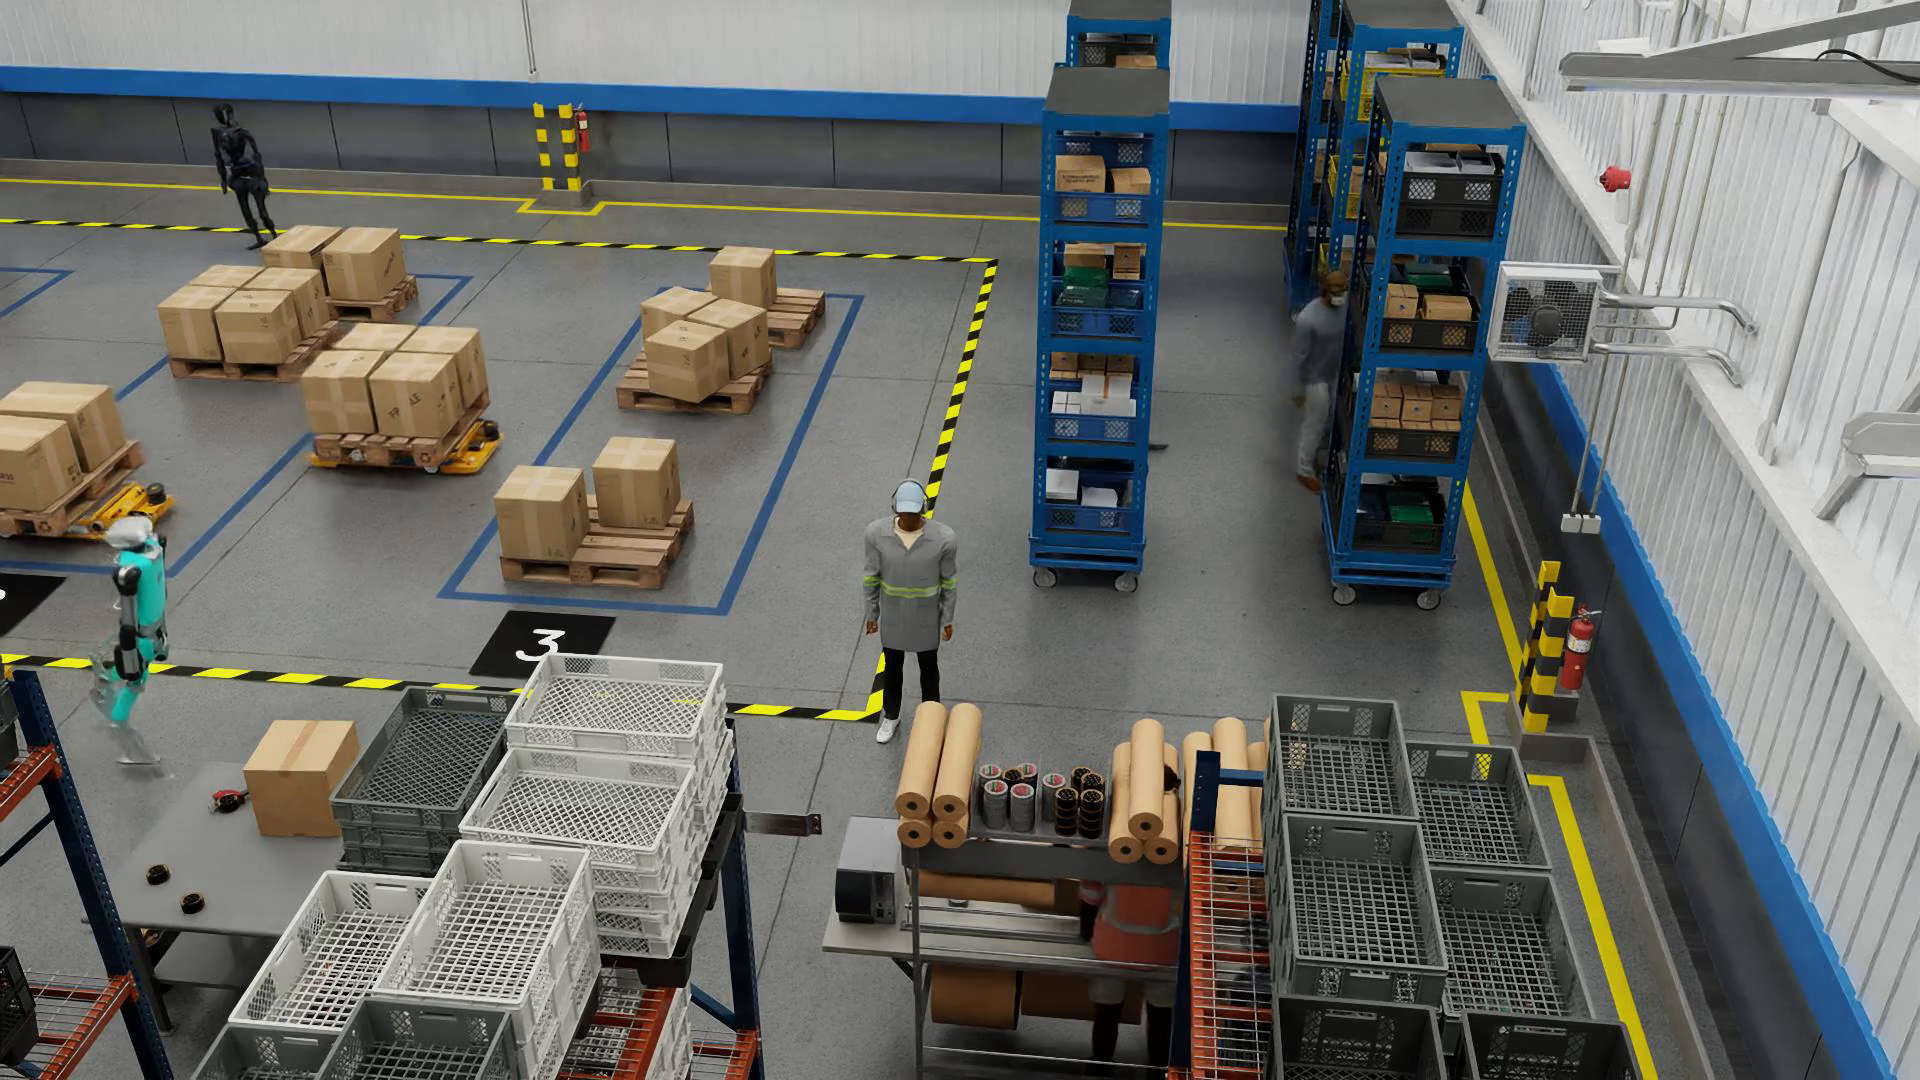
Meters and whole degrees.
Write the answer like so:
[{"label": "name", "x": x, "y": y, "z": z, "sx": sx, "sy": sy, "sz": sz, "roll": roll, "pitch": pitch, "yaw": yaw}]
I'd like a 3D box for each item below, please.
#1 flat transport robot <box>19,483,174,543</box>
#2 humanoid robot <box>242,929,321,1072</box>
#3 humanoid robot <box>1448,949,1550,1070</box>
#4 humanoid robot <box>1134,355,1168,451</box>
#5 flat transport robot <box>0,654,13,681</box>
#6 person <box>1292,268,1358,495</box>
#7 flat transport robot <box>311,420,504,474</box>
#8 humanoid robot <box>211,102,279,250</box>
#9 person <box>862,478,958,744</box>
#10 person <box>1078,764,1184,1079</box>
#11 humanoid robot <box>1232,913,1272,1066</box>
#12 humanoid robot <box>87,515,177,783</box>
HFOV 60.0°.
[{"label": "flat transport robot", "x": -7.048, "y": -0.253, "z": 13.081, "sx": 1.431, "sy": 0.197, "sz": 0.652, "roll": 3, "pitch": 30, "yaw": 6}, {"label": "humanoid robot", "x": -2.806, "y": 2.409, "z": 7.144, "sx": 0.625, "sy": 1.631, "sz": 0.479, "roll": -4, "pitch": 30, "yaw": -6}, {"label": "humanoid robot", "x": 2.395, "y": 2.345, "z": 7.224, "sx": 0.667, "sy": 1.835, "sz": 0.550, "roll": -12, "pitch": 32, "yaw": -19}, {"label": "humanoid robot", "x": 1.386, "y": -1.418, "z": 13.757, "sx": 0.768, "sy": 1.636, "sz": 0.597, "roll": -1, "pitch": 30, "yaw": -2}, {"label": "flat transport robot", "x": -7.142, "y": 0.969, "z": 11.010, "sx": 1.431, "sy": 0.231, "sz": 0.659, "roll": 3, "pitch": 30, "yaw": 6}, {"label": "person", "x": 2.918, "y": -1.260, "z": 13.197, "sx": 0.664, "sy": 1.913, "sz": 0.459, "roll": -17, "pitch": 34, "yaw": -27}, {"label": "flat transport robot", "x": -4.670, "y": -0.827, "z": 14.067, "sx": 1.431, "sy": 0.197, "sz": 0.652, "roll": 3, "pitch": 30, "yaw": 6}, {"label": "humanoid robot", "x": -7.745, "y": -3.945, "z": 18.045, "sx": 0.599, "sy": 1.642, "sz": 0.386, "roll": 7, "pitch": 31, "yaw": 12}, {"label": "person", "x": -0.311, "y": 0.455, "z": 10.319, "sx": 0.589, "sy": 1.852, "sz": 0.367, "roll": 2, "pitch": 30, "yaw": 4}, {"label": "person", "x": 0.847, "y": 1.875, "z": 7.778, "sx": 0.607, "sy": 1.959, "sz": 0.369, "roll": 3, "pitch": 30, "yaw": 5}, {"label": "humanoid robot", "x": 1.276, "y": 2.329, "z": 7.288, "sx": 0.662, "sy": 1.631, "sz": 0.614, "roll": 15, "pitch": 33, "yaw": 23}, {"label": "humanoid robot", "x": -5.082, "y": 0.689, "z": 10.047, "sx": 0.803, "sy": 1.790, "sz": 0.557, "roll": -1, "pitch": 30, "yaw": -2}]
